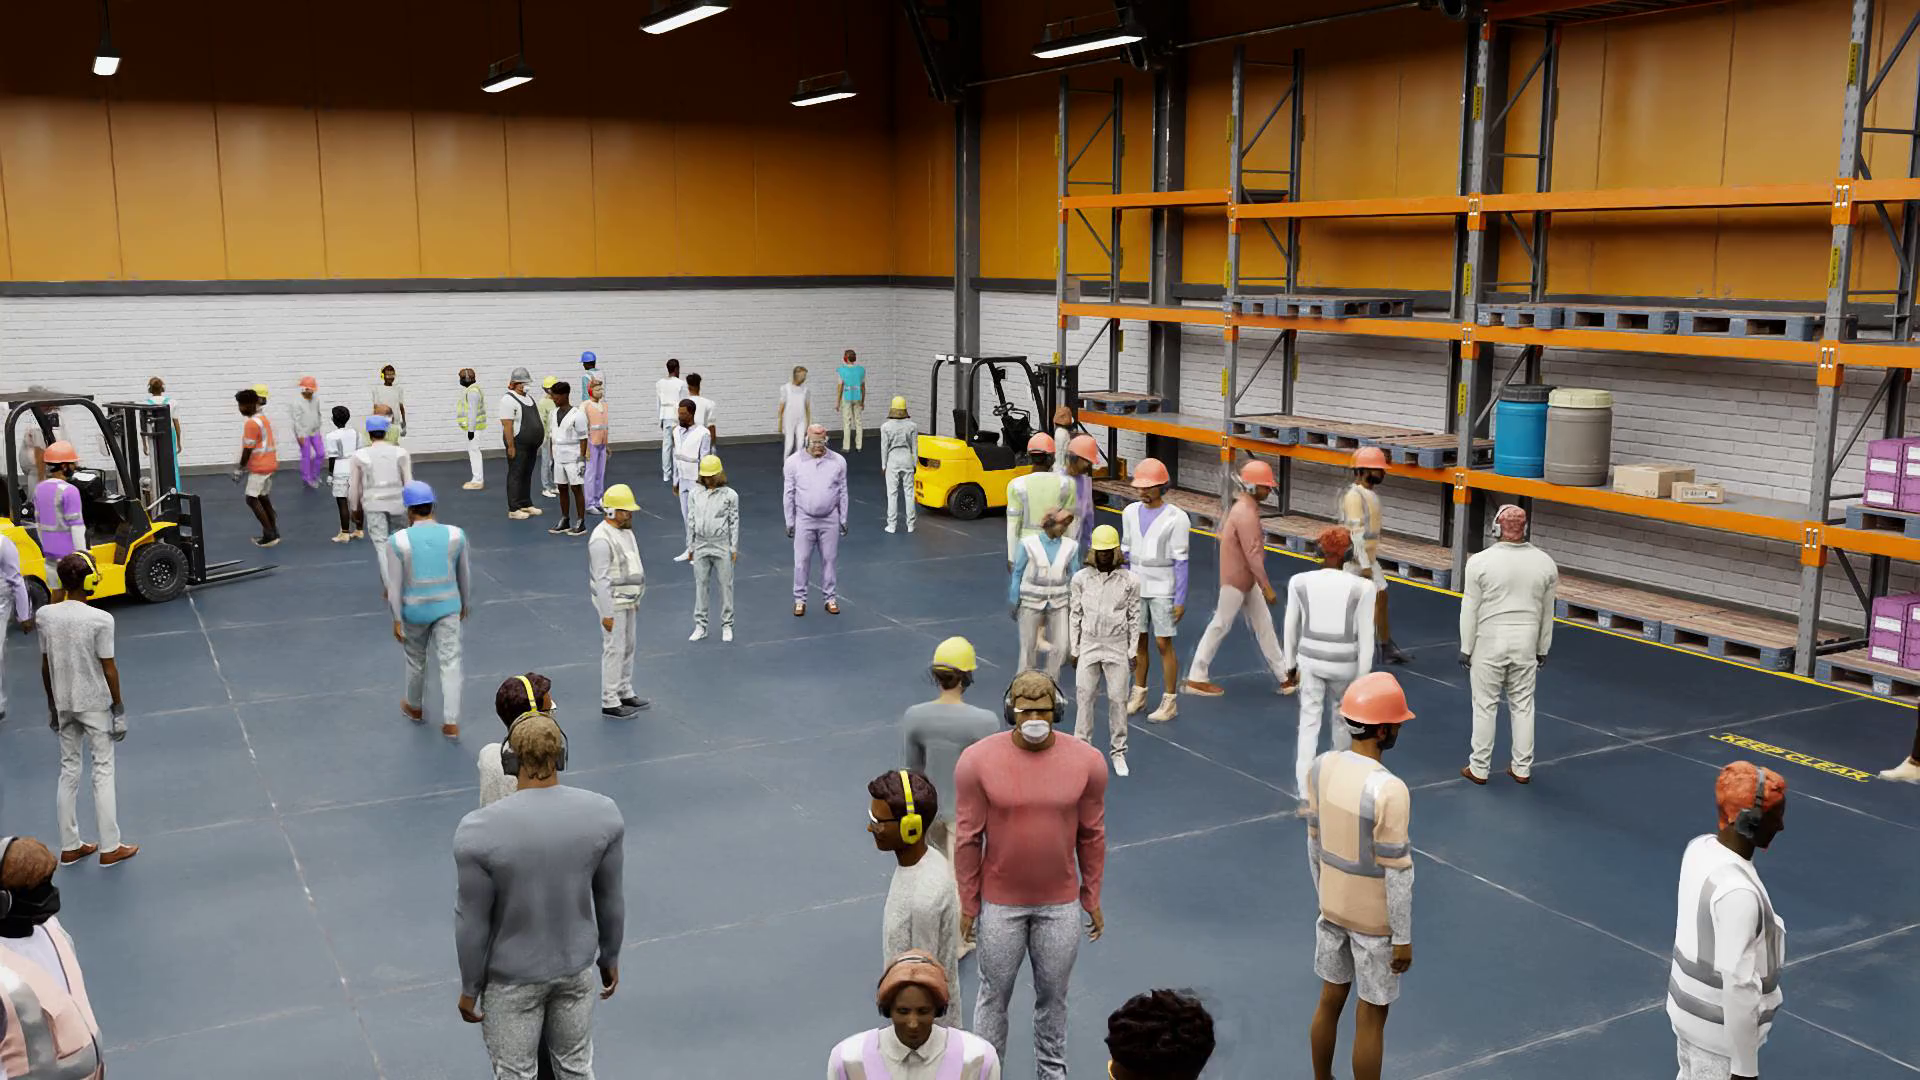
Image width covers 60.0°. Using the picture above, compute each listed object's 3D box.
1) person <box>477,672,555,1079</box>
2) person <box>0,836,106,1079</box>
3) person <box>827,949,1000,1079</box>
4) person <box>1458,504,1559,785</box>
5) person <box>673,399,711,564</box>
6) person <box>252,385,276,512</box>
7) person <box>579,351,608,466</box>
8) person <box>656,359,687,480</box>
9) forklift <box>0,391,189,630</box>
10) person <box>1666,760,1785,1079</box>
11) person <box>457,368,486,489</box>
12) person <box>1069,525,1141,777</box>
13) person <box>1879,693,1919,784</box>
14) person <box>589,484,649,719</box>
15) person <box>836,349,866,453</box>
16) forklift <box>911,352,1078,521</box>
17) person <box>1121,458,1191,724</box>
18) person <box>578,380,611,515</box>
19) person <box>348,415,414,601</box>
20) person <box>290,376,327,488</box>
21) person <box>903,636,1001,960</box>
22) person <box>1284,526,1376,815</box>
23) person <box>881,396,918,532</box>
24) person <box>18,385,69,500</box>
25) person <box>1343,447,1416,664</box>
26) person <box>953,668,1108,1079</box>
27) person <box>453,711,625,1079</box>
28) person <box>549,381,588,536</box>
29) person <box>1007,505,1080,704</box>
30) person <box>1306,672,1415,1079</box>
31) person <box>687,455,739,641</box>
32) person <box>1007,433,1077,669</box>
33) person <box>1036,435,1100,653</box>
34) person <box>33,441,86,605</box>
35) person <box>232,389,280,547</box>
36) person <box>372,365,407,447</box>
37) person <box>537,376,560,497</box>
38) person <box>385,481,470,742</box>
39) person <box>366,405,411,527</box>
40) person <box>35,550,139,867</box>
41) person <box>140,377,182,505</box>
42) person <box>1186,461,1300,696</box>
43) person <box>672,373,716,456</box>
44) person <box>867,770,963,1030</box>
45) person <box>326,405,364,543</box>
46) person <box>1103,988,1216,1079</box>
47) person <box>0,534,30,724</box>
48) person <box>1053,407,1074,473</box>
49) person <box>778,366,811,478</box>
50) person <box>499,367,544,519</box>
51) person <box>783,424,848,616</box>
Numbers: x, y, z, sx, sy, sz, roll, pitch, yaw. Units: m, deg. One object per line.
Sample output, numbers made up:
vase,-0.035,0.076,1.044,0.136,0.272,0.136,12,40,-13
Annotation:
person,-1.782,1.465,6.921,0.531,1.870,0.317,9,13,41
person,-2.861,1.795,5.127,0.428,1.837,0.620,-1,10,-8
person,-0.131,1.953,4.807,0.513,1.630,0.318,0,10,-2
person,3.672,0.707,11.227,0.635,1.900,0.399,-1,10,-7
person,-3.071,-0.678,19.149,0.593,1.911,0.383,9,13,42
person,-9.642,-1.263,22.953,0.327,1.760,0.523,-4,11,-22
person,-6.098,-2.168,27.646,0.416,1.939,0.604,3,10,19
person,-4.478,-1.869,25.975,0.591,1.919,0.392,5,11,28
forklift,-9.026,-0.363,16.508,1.214,2.155,2.313,6,11,29
person,2.609,1.672,5.680,0.356,1.887,0.573,2,10,9
person,-7.397,-1.689,25.207,0.429,1.830,0.636,-3,10,-16
person,0.986,0.756,11.366,0.487,1.744,0.297,1,10,5
person,6.574,0.853,10.993,0.692,1.673,0.543,5,11,27
person,-2.626,0.470,12.802,0.403,1.818,0.605,1,10,8
person,-1.936,-2.465,29.611,0.569,1.845,0.385,-6,12,-31
forklift,0.460,-1.461,22.833,2.313,2.155,1.214,-5,11,-28
person,1.454,0.385,12.680,0.404,2.034,0.611,-10,14,-44
person,-4.991,-1.271,22.738,0.387,1.846,0.566,4,10,20
person,-6.021,-0.348,17.282,0.613,1.888,0.972,-8,12,-37
person,-9.821,-1.618,25.111,0.464,1.710,0.587,4,11,23
person,-0.064,1.339,8.083,0.537,1.731,0.856,6,11,30
person,2.382,0.816,10.777,0.598,1.832,0.979,4,11,24
person,-0.776,-0.965,21.277,0.487,1.744,0.294,-2,10,-13
person,-10.805,-0.859,19.809,0.799,2.000,0.687,0,10,-3
person,3.541,0.160,14.303,0.896,1.905,0.545,7,12,36
person,0.287,1.461,6.745,0.628,1.940,0.378,-1,10,-6
person,-1.534,1.579,6.120,0.632,1.928,0.392,-7,12,-34
person,-4.978,-1.032,21.037,0.614,1.956,0.383,6,12,32
person,0.657,0.522,13.115,0.577,1.612,0.387,-2,10,-12
person,1.621,1.475,6.666,0.357,1.938,0.542,-5,11,-28
person,-2.277,0.077,15.299,0.483,1.736,0.312,1,10,6
person,0.696,0.096,14.313,0.609,2.040,0.394,-1,10,-5
person,0.990,0.069,14.653,1.006,1.972,0.686,8,12,38
person,-7.825,0.101,14.578,0.547,1.937,0.379,5,11,28
person,-8.532,-0.875,20.211,0.430,1.935,0.626,-2,10,-12
person,-8.736,-1.754,25.497,0.511,1.862,0.327,-8,13,-39
person,-5.972,-1.515,24.378,0.315,1.768,0.526,4,10,20
person,-3.949,0.505,12.363,0.610,1.897,0.939,-5,11,-27
person,-7.406,-0.935,21.490,0.603,1.614,0.519,8,13,39
person,-5.109,0.986,9.713,0.505,1.864,0.331,2,10,9
person,-11.174,-1.360,23.292,0.501,1.839,0.344,-5,11,-28
person,2.319,0.326,13.293,1.067,1.925,0.598,3,10,16
person,-3.658,-1.341,22.937,0.605,1.931,0.952,-1,10,-8
person,-0.158,1.684,5.694,0.327,1.862,0.510,-1,10,-6
person,-7.597,-0.812,20.529,0.319,1.697,0.532,5,11,24
person,0.553,1.956,3.993,1.047,1.913,0.616,1,10,6
person,-7.281,0.572,12.240,0.628,1.800,0.818,0,10,-1
person,1.312,-0.870,21.032,0.281,1.636,0.500,0,10,2
person,-2.566,-1.809,25.959,0.546,1.807,0.493,-4,11,-23
person,-5.873,-1.317,22.443,0.535,2.000,0.686,2,10,13
person,-1.409,-0.196,16.394,0.646,1.901,0.401,-2,10,-13
